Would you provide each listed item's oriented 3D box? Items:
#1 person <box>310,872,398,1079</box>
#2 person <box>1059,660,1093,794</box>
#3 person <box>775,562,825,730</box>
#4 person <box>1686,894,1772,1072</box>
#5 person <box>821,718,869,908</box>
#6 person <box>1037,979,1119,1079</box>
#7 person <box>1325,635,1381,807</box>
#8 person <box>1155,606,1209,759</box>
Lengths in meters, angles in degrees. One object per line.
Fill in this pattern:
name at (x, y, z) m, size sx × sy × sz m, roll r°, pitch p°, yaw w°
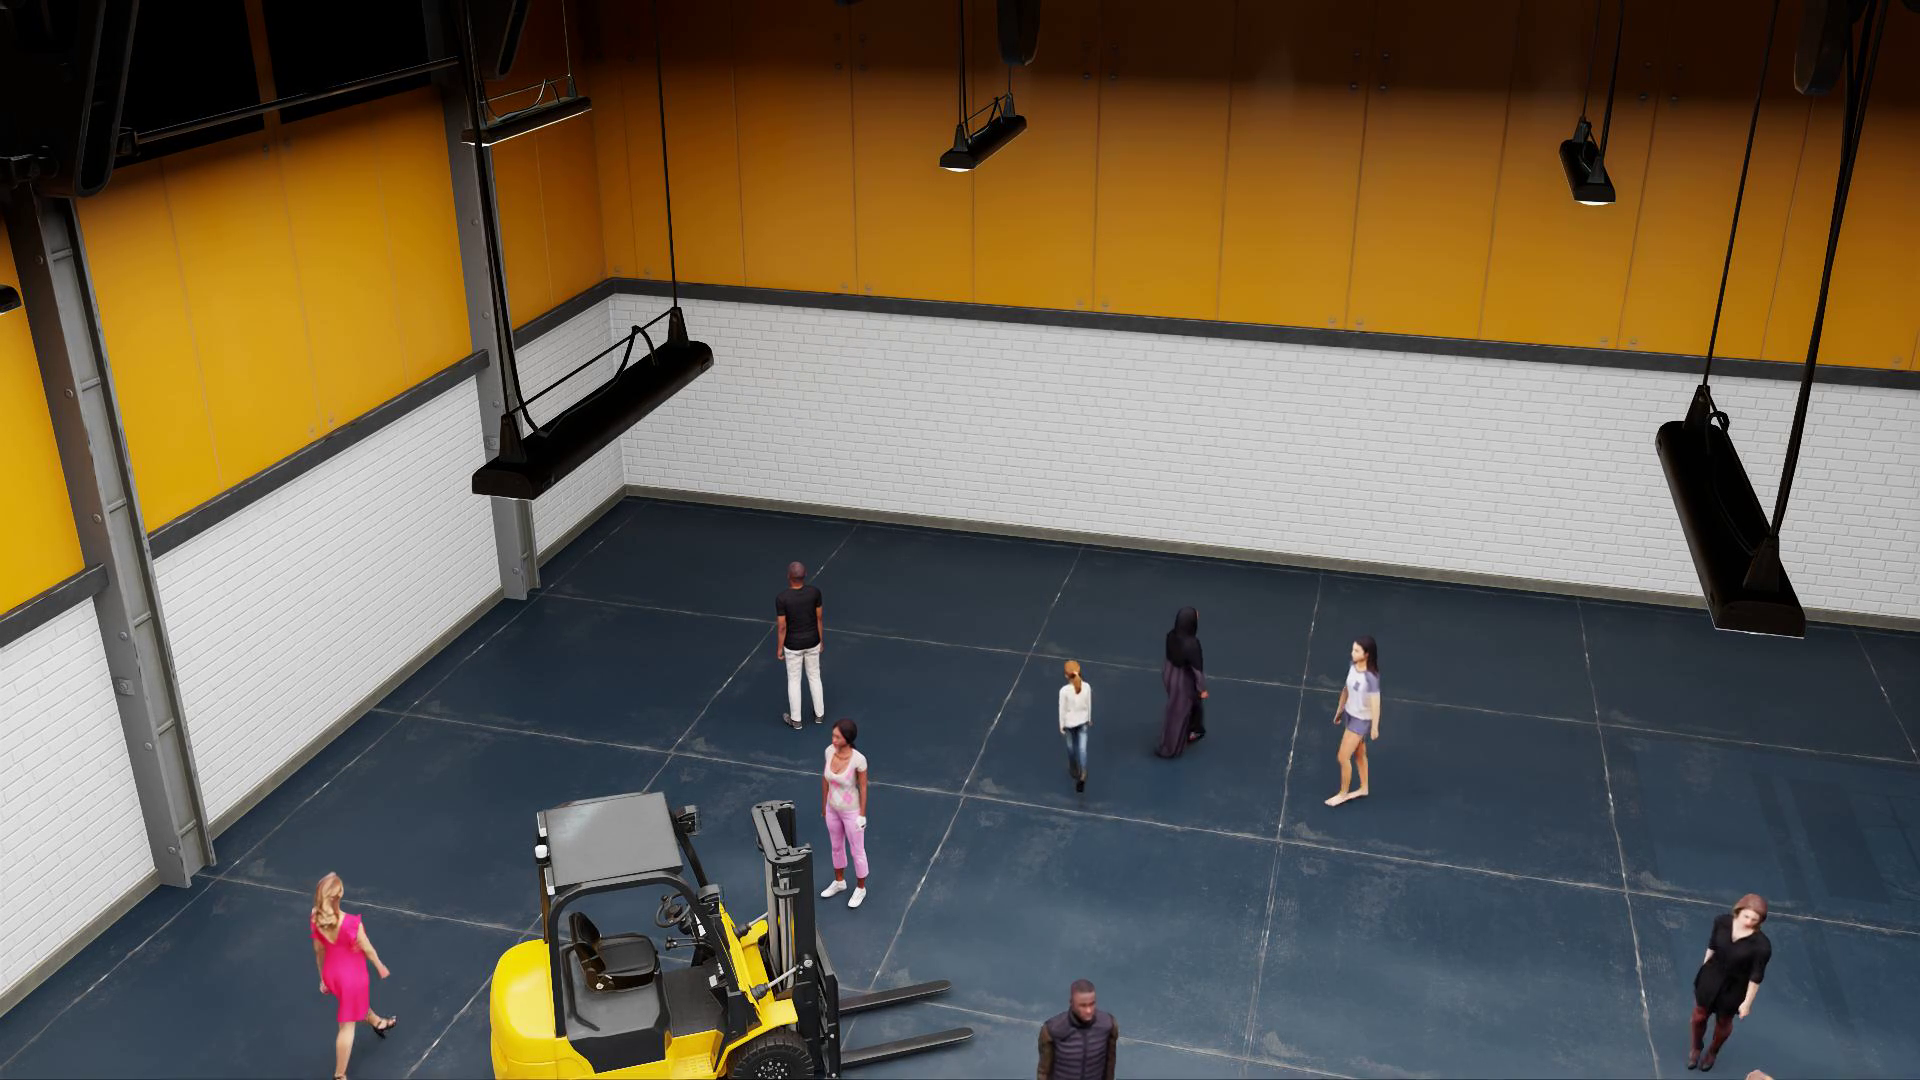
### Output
person at (-4.464, 3.220, 11.961) m, size 0.649 × 1.690 × 1.051 m, roll 9°, pitch 25°, yaw 20°
person at (1.116, 1.776, 15.760) m, size 0.709 × 1.294 × 0.928 m, roll -3°, pitch 24°, yaw -7°
person at (-1.601, 1.053, 16.774) m, size 0.765 × 1.805 × 0.810 m, roll -11°, pitch 26°, yaw -23°
person at (5.559, 3.194, 12.042) m, size 0.798 × 1.673 × 0.754 m, roll -12°, pitch 26°, yaw -26°
person at (-0.967, 2.284, 14.039) m, size 0.636 × 1.742 × 0.601 m, roll 14°, pitch 27°, yaw 29°
person at (0.731, 3.605, 10.965) m, size 1.016 × 1.783 × 1.267 m, roll -3°, pitch 24°, yaw -8°
person at (3.783, 1.665, 15.486) m, size 0.836 × 1.717 × 0.796 m, roll -6°, pitch 24°, yaw -14°
person at (2.102, 1.392, 16.245) m, size 0.982 × 1.609 × 0.937 m, roll -11°, pitch 26°, yaw -24°
